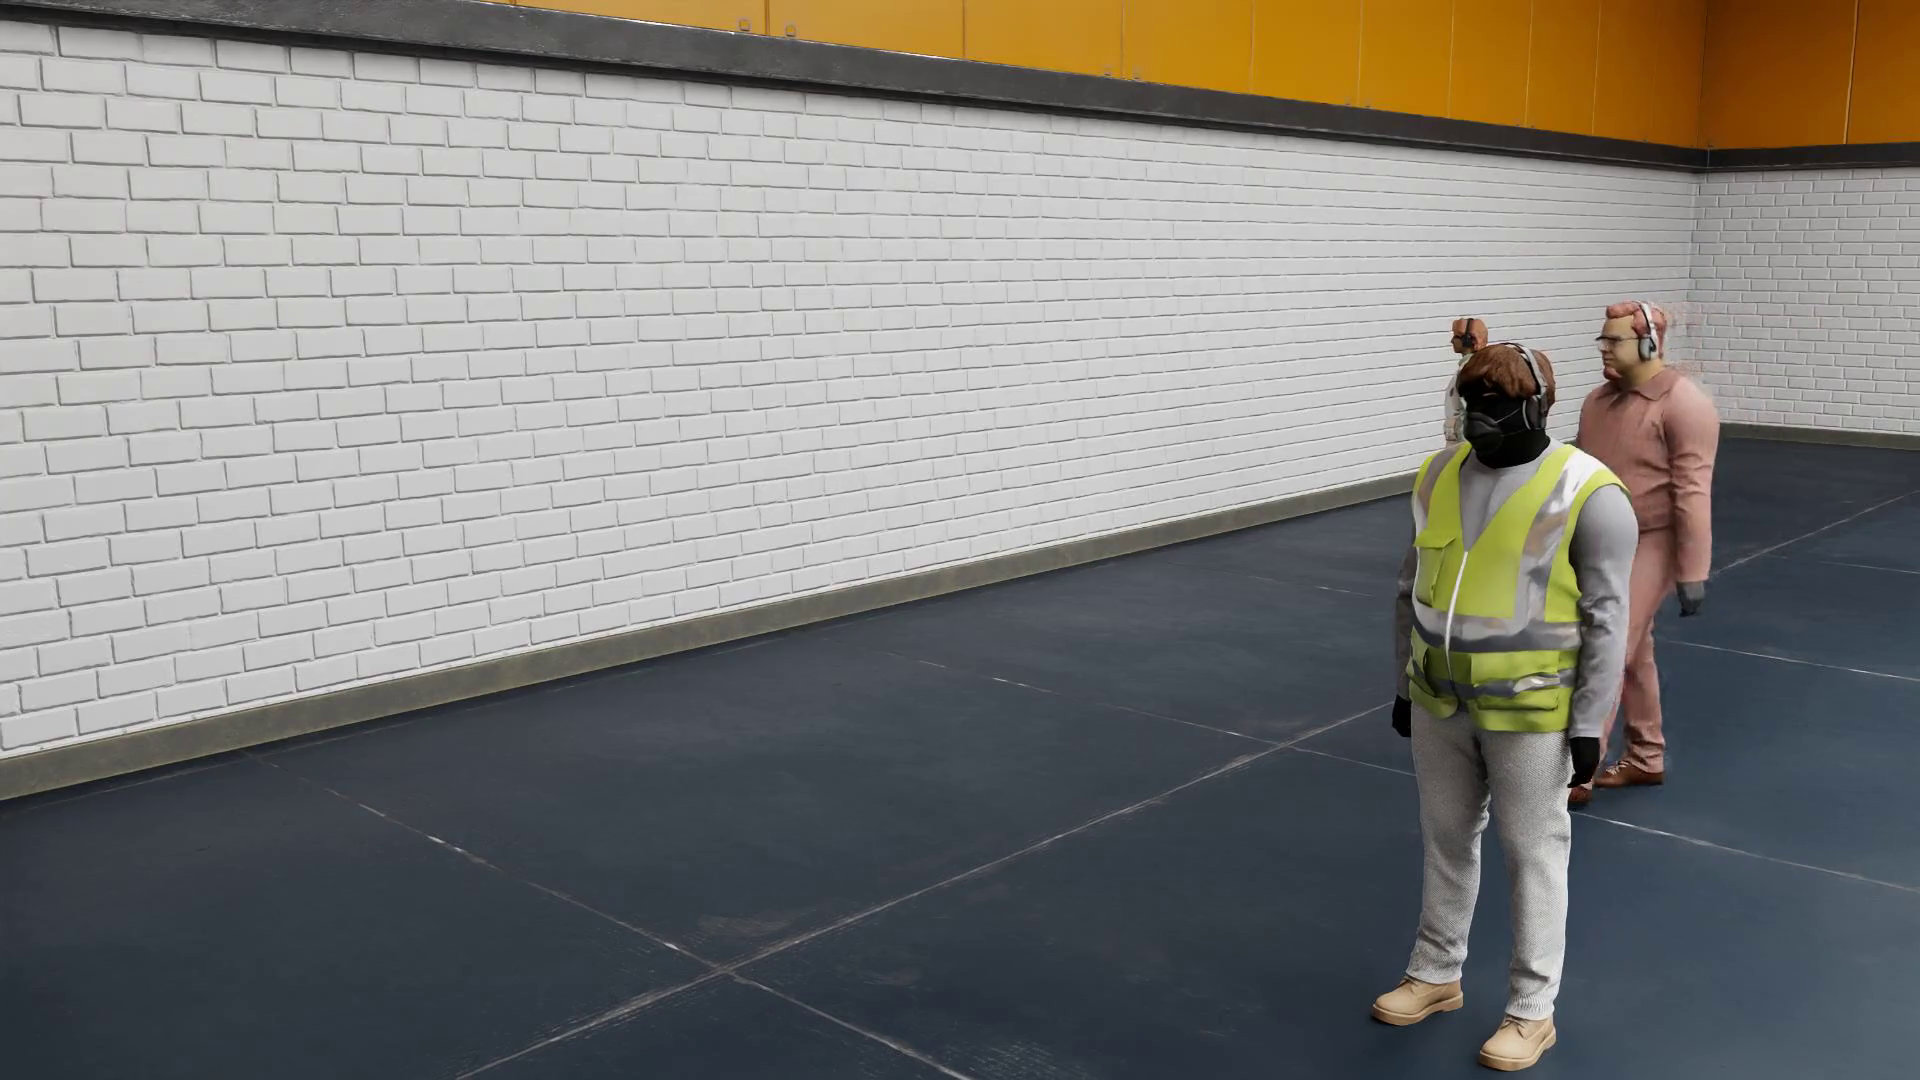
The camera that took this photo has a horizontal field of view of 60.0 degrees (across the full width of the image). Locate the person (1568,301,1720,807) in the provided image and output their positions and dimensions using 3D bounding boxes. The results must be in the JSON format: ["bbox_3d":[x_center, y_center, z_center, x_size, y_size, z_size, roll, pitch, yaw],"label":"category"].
[{"bbox_3d":[2.372,0.061,6.201,0.838,1.874,0.665,-2,10,-12],"label":"person"}]

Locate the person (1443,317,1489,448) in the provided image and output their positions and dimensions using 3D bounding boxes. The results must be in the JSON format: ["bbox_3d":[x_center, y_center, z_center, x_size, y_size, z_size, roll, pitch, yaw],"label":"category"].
[{"bbox_3d":[3.223,-0.590,10.578,0.314,1.642,0.514,5,11,24],"label":"person"}]

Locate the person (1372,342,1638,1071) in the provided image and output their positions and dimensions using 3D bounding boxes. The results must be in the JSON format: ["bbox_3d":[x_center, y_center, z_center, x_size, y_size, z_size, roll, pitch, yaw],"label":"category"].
[{"bbox_3d":[1.363,0.419,4.264,0.429,1.842,0.633,-8,13,-38],"label":"person"}]
